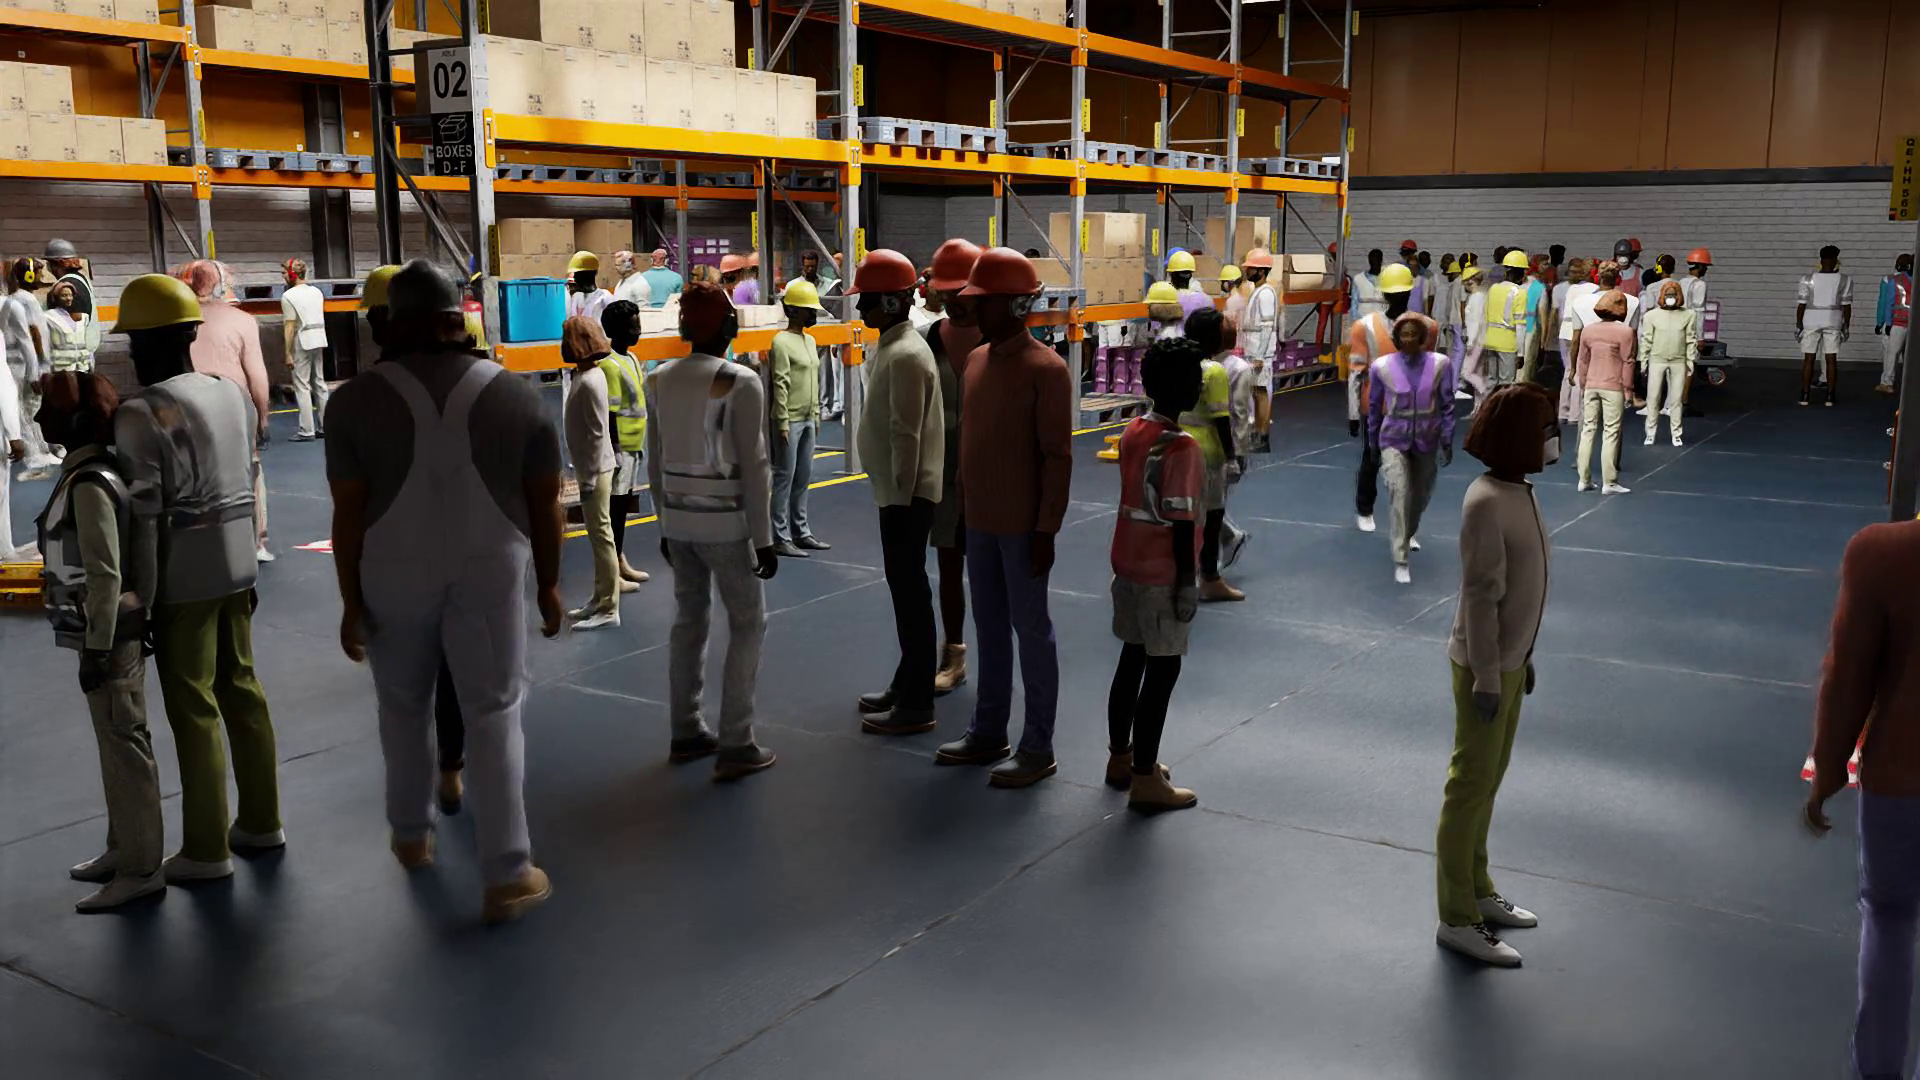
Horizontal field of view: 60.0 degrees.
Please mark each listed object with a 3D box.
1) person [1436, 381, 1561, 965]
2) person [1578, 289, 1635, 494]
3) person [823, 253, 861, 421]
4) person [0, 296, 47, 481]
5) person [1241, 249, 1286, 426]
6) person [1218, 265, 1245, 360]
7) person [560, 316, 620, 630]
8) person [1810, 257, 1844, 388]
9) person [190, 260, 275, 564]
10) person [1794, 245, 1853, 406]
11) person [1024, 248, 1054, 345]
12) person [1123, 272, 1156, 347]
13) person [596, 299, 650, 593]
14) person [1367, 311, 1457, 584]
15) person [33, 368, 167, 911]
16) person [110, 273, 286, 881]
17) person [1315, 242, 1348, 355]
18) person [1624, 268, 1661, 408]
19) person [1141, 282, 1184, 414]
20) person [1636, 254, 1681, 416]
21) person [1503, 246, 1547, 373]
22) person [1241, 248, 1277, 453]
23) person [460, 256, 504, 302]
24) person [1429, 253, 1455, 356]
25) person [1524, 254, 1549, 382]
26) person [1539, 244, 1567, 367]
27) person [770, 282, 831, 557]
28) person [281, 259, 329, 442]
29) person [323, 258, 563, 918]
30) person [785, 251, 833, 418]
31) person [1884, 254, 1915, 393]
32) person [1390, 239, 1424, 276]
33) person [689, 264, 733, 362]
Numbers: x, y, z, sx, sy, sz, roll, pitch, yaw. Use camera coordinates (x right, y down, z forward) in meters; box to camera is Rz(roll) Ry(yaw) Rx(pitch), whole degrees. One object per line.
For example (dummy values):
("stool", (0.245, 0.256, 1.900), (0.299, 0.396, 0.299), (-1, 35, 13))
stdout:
("person", (1.541, 0.363, 4.744), (0.279, 1.634, 0.499), (6, 12, 29))
("person", (5.175, -1.184, 13.319), (0.279, 1.633, 0.498), (-6, 12, -30))
("person", (-1.289, -2.246, 18.509), (0.584, 1.883, 0.337), (9, 13, 40))
("person", (-7.975, -1.352, 13.684), (0.586, 1.834, 0.972), (4, 11, 21))
("person", (3.306, -2.203, 18.173), (0.783, 1.926, 0.470), (-7, 12, -32))
("person", (2.881, -2.032, 17.680), (0.340, 1.757, 0.518), (4, 11, 19))
("person", (-1.940, -0.349, 8.691), (0.278, 1.634, 0.498), (-3, 11, -15))
("person", (11.880, -2.985, 22.782), (0.403, 1.824, 0.591), (4, 11, 22))
("person", (-4.657, -0.787, 10.382), (0.676, 1.906, 0.396), (-1, 10, -5))
("person", (10.589, -2.627, 20.414), (0.612, 1.957, 0.380), (5, 11, 26))
("person", (0.863, -2.576, 20.243), (0.593, 1.920, 0.392), (-3, 11, -16))
("person", (2.386, -3.018, 22.904), (0.627, 1.846, 0.429), (-6, 12, -29))
("person", (-1.965, -0.539, 9.611), (0.322, 1.690, 0.530), (0, 10, 1))
("person", (2.712, -0.585, 10.094), (0.515, 1.617, 0.750), (0, 10, 2))
("person", (-2.629, 0.295, 5.094), (0.308, 1.645, 0.516), (-6, 12, -28))
("person", (-2.453, 0.123, 5.295), (0.396, 1.918, 0.588), (2, 10, 12))
("person", (6.306, -4.050, 28.237), (0.610, 1.985, 0.411), (-3, 11, -18))
("person", (8.306, -2.451, 20.194), (0.319, 1.687, 0.538), (6, 12, 29))
("person", (1.385, -0.951, 11.764), (0.489, 1.729, 0.501), (3, 11, 14))
("person", (8.095, -2.352, 19.174), (0.510, 1.860, 0.333), (-1, 10, -8))
("person", (8.290, -3.355, 24.513), (0.697, 1.939, 0.665), (-4, 11, -21))
("person", (2.834, -1.801, 15.887), (0.352, 1.942, 0.545), (0, 10, 1))
("person", (-3.800, -1.353, 13.392), (0.399, 1.948, 0.610), (5, 11, 24))
("person", (6.835, -3.117, 23.466), (0.504, 1.839, 0.341), (1, 10, 8))
("person", (7.360, -2.742, 21.361), (0.389, 1.847, 0.566), (6, 12, 30))
("person", (9.475, -3.752, 26.652), (0.368, 1.957, 0.600), (4, 11, 19))
("person", (-1.031, -0.771, 10.693), (0.339, 1.761, 0.524), (4, 11, 21))
("person", (-6.580, -1.902, 16.745), (0.384, 1.836, 0.566), (3, 11, 16))
("person", (-1.566, 0.089, 5.140), (0.698, 2.000, 0.862), (-4, 11, -20))
("person", (-1.665, -2.290, 18.699), (0.605, 1.906, 0.409), (-3, 11, -16))
("person", (12.547, -2.850, 21.974), (0.621, 1.845, 0.429), (1, 10, 8))
("person", (7.138, -3.784, 26.633), (0.620, 2.036, 0.406), (8, 13, 37))
("person", (-1.821, -1.083, 12.172), (0.330, 1.844, 0.520), (-3, 11, -15))
